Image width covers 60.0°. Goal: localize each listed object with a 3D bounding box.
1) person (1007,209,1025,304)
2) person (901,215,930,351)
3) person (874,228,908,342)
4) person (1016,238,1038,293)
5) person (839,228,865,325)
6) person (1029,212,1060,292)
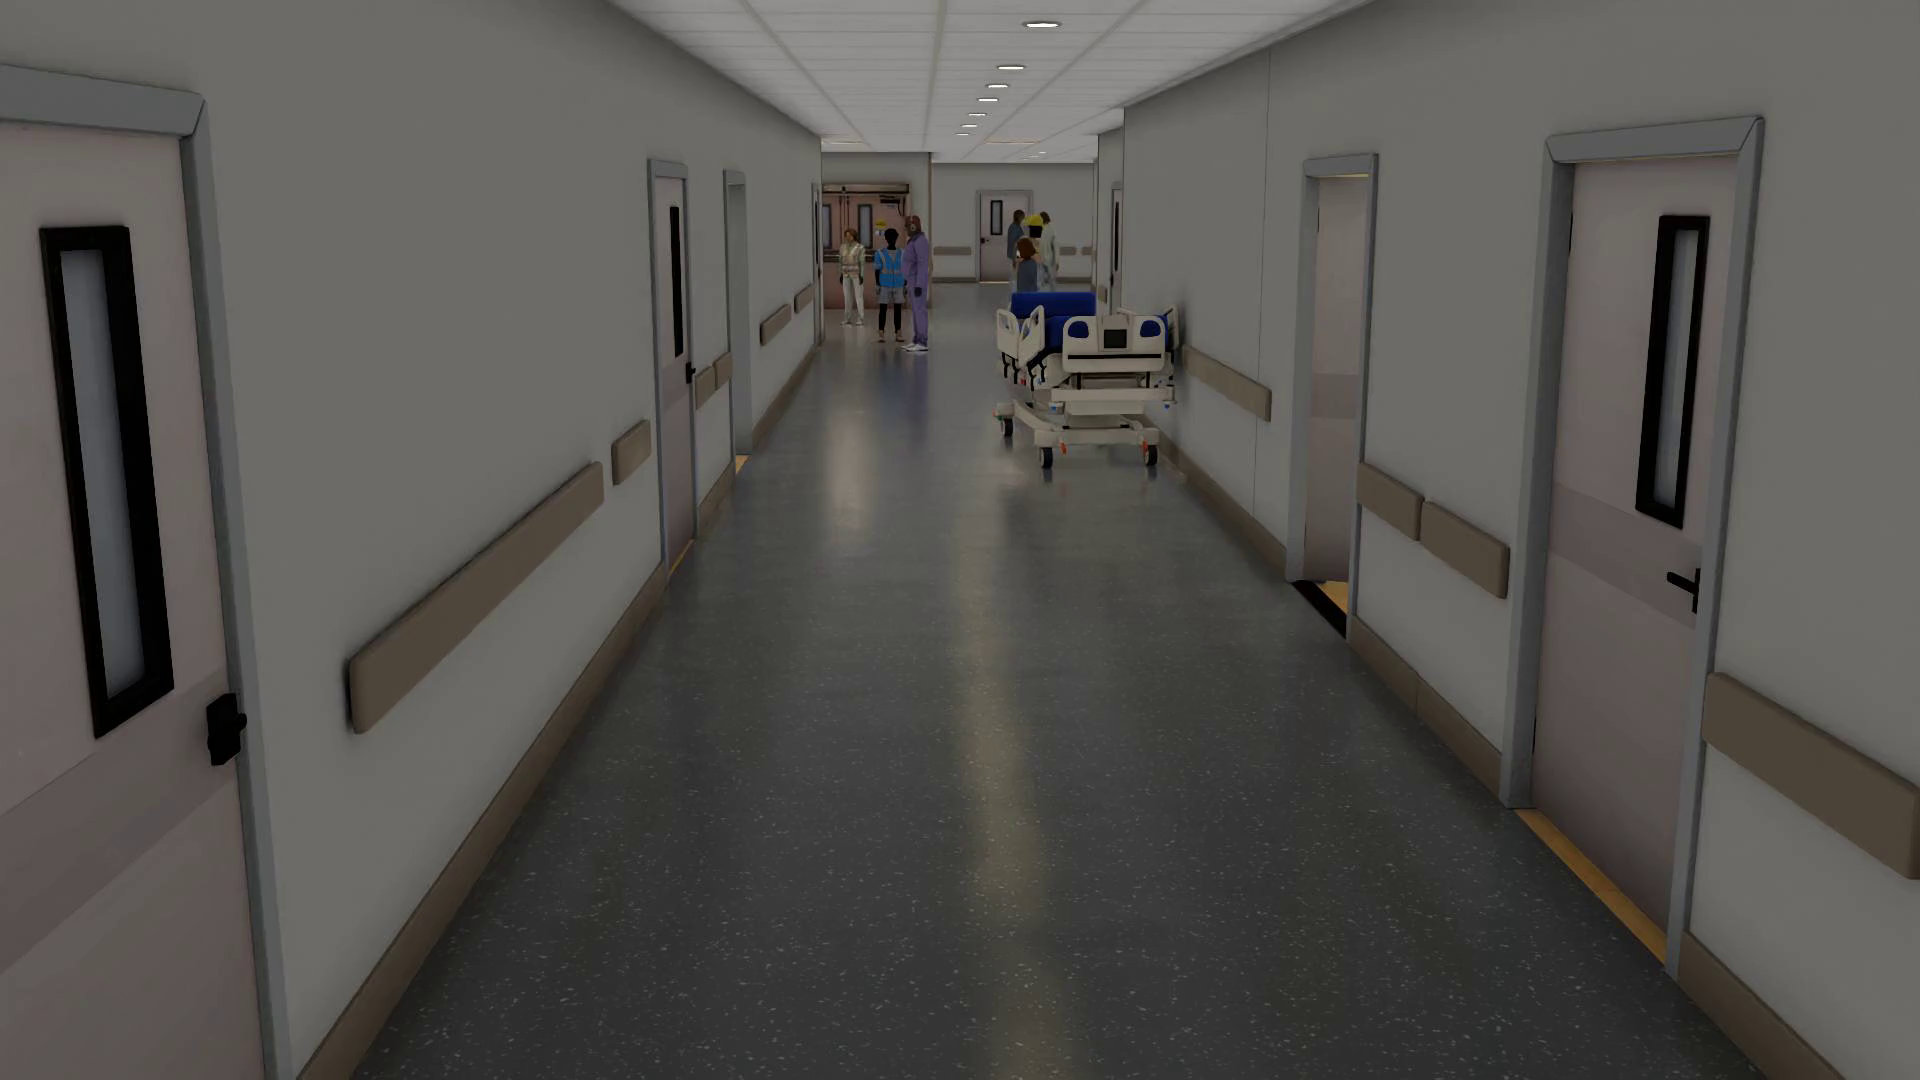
[{"bbox_3d":[1.111,-5.525,32.703,0.386,1.928,0.641,2,12,12],"label":"person"},{"bbox_3d":[-0.636,-3.612,23.442,0.400,1.902,0.643,-2,12,-9],"label":"person"},{"bbox_3d":[-1.021,-3.800,24.853,0.537,1.696,0.321,-3,12,-14],"label":"person"},{"bbox_3d":[0.858,-3.077,21.512,0.281,1.624,0.493,-5,12,-22],"label":"person"},{"bbox_3d":[-1.830,-4.468,28.273,0.515,1.633,0.310,7,13,29],"label":"person"},{"bbox_3d":[1.623,-5.378,32.128,0.634,1.886,0.889,3,12,15],"label":"person"}]
